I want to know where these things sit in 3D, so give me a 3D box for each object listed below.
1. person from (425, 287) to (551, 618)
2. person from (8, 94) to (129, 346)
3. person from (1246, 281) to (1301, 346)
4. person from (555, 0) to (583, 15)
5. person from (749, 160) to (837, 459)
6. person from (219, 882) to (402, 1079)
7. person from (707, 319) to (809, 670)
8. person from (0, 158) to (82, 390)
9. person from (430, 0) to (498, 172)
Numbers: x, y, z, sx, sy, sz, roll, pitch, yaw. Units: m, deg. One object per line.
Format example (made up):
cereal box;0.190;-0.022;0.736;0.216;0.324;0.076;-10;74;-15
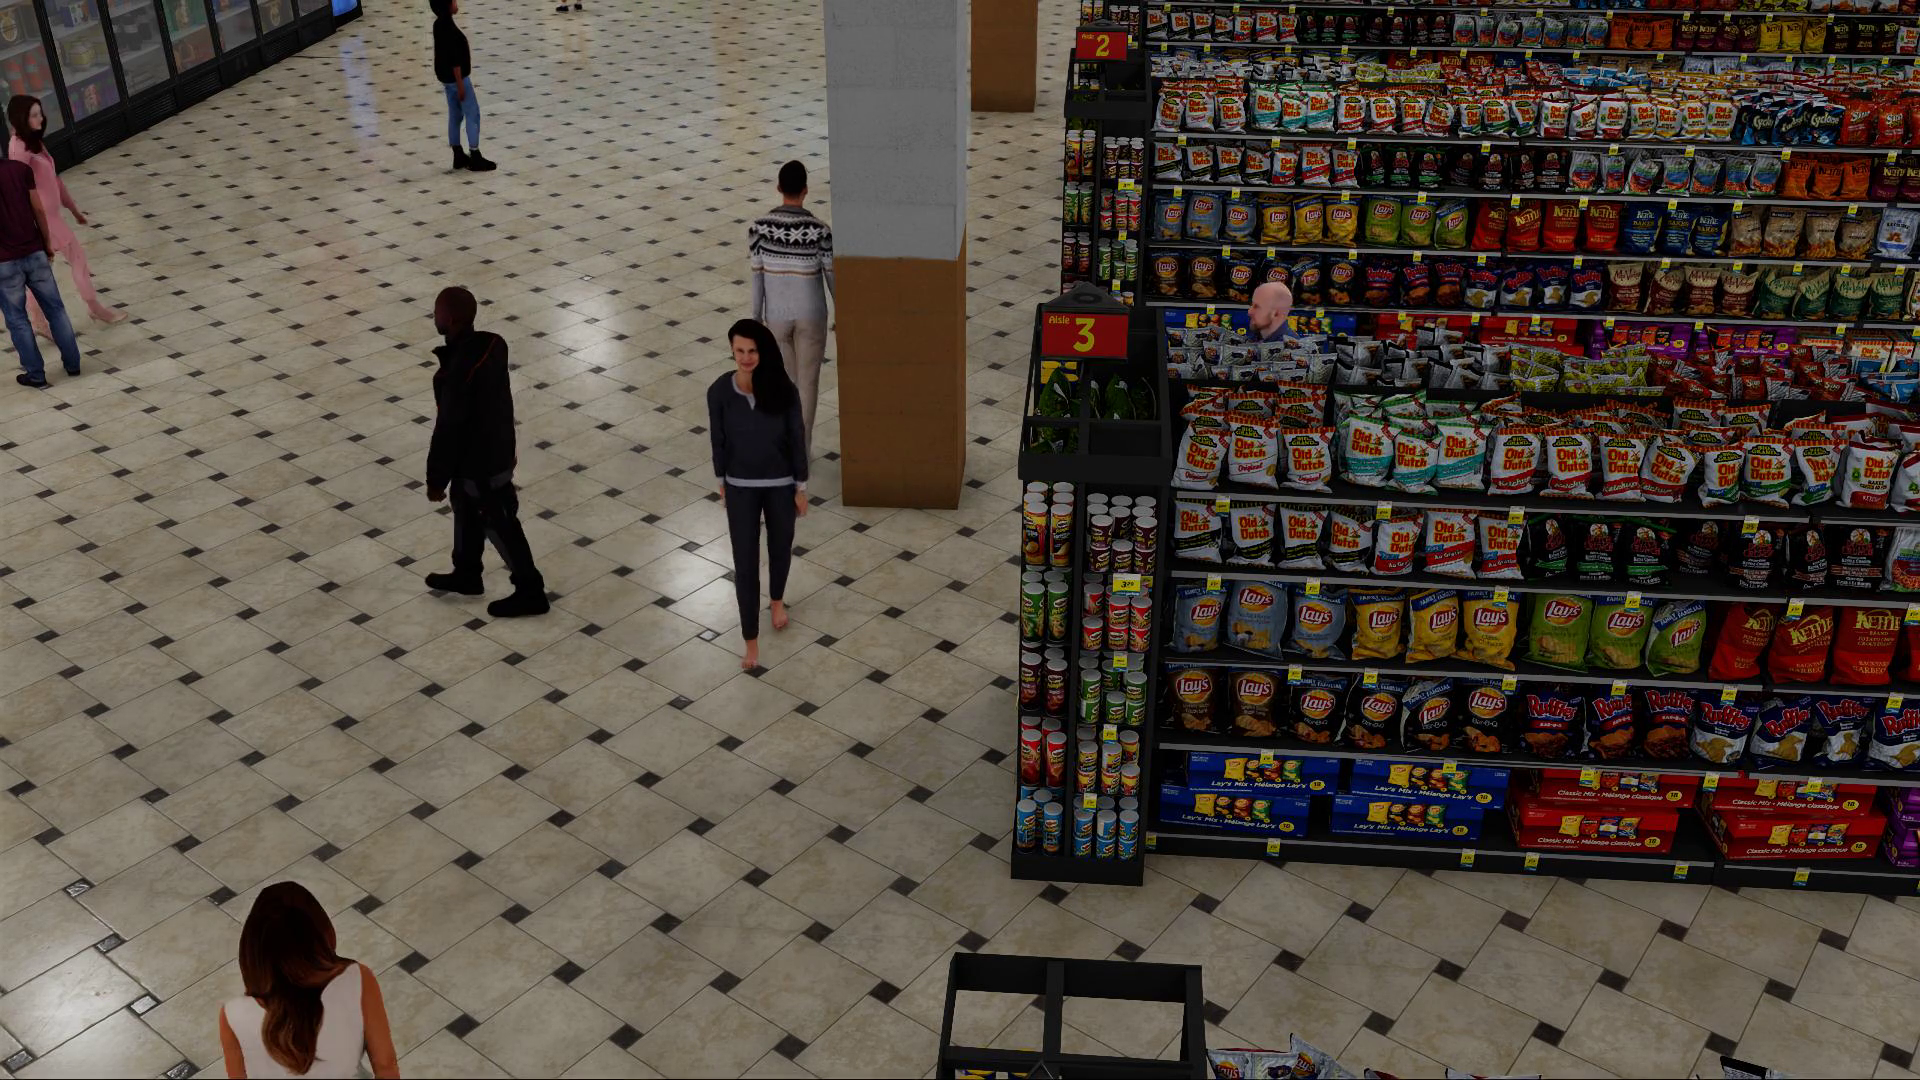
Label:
person;-2.336;-0.413;8.476;0.949;1.806;0.735;0;29;0
person;-6.617;-2.239;11.866;1.006;1.763;0.892;-12;31;-21
person;1.639;-0.457;8.579;1.234;1.786;1.001;-8;30;-14
person;-5.378;-8.082;22.553;0.662;1.777;0.751;-17;33;-28
person;-1.016;-1.332;10.159;1.127;1.807;0.808;4;29;8
person;-1.735;1.734;4.592;1.064;1.761;1.017;-14;32;-24
person;-0.998;-0.310;8.358;0.949;1.738;0.828;-5;29;-9
person;-6.371;-1.938;11.219;0.763;1.855;0.740;23;36;36
person;-4.852;-4.351;15.811;0.771;1.689;0.713;-20;35;-32
